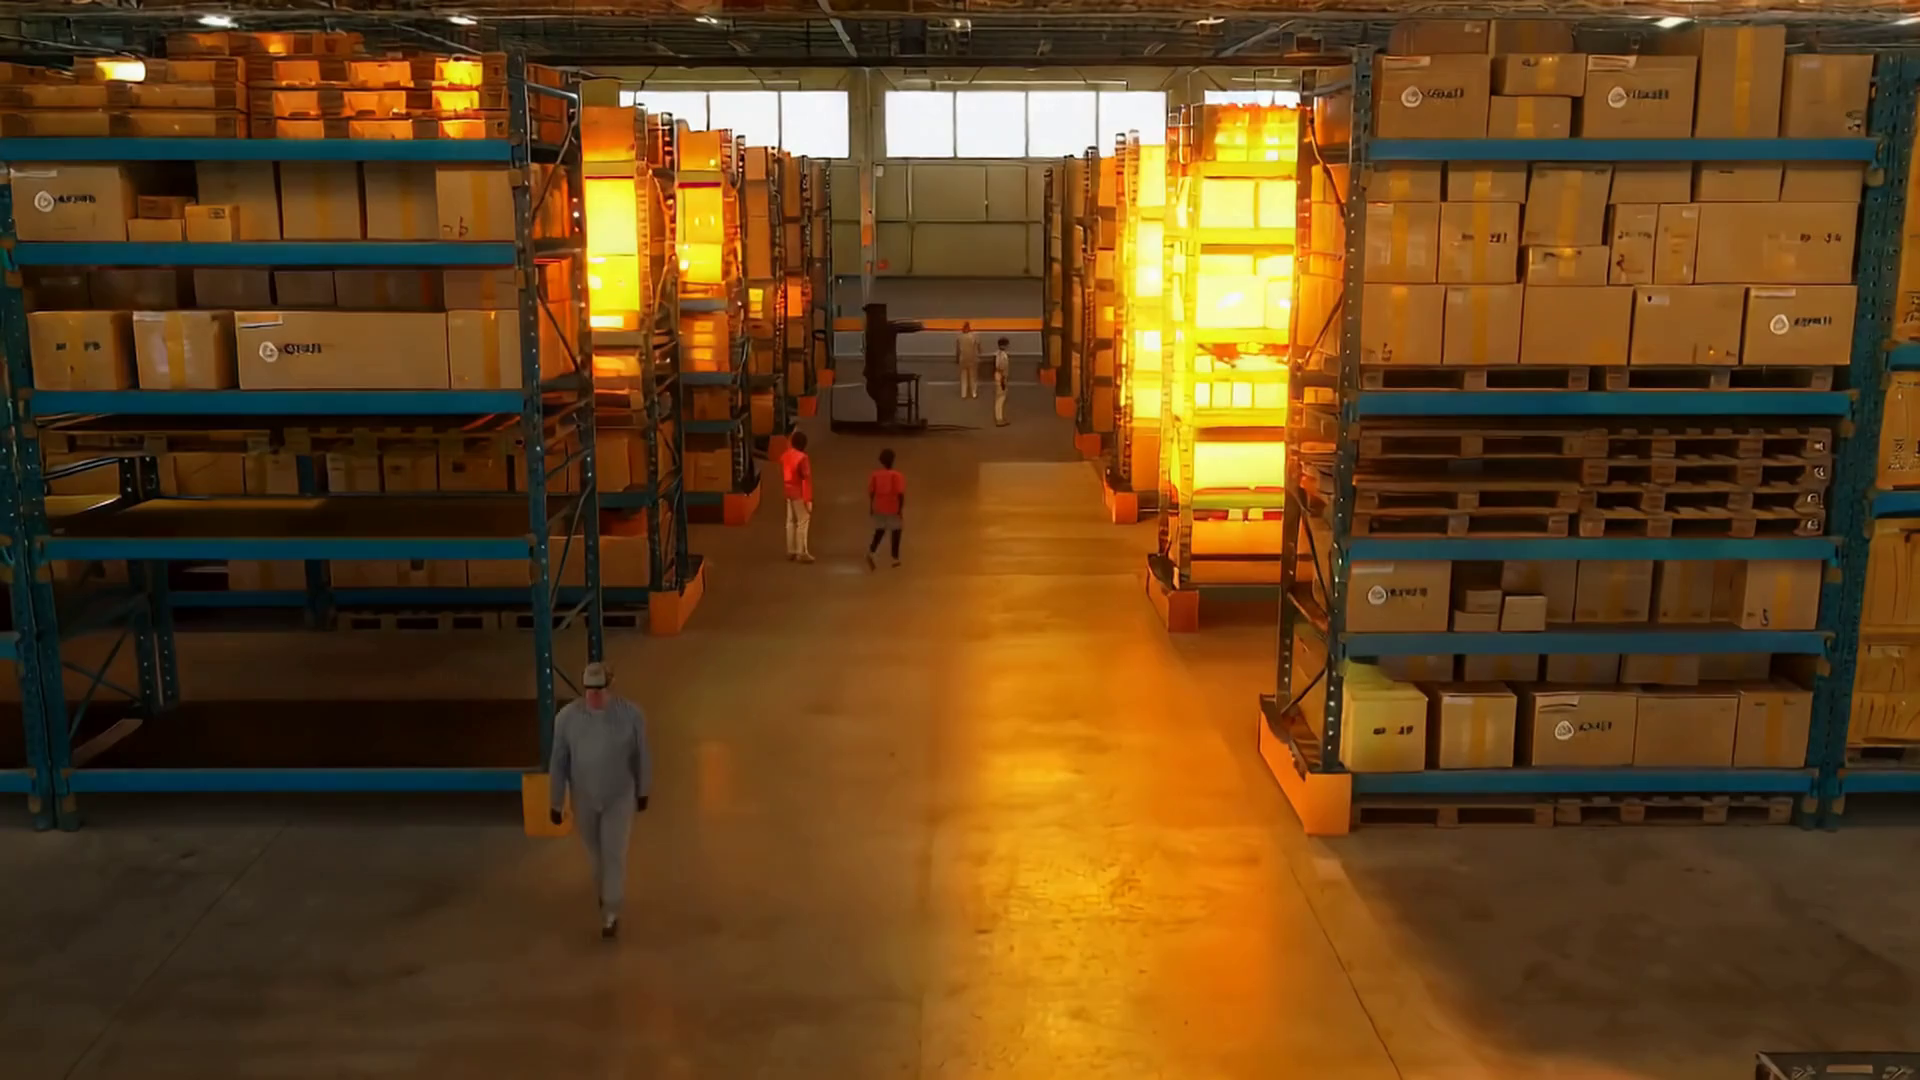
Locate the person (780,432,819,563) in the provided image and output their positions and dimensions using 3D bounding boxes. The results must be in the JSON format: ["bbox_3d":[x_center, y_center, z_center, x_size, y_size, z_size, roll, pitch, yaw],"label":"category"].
[{"bbox_3d":[-2.241,-0.599,23.256,0.429,1.845,0.621,-9,14,-38],"label":"person"}]

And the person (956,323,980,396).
[{"bbox_3d":[0.229,-4.719,43.503,0.641,1.913,0.407,3,12,14],"label":"person"}]

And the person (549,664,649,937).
[{"bbox_3d":[-2.503,1.767,11.497,0.663,1.849,1.008,0,11,-2],"label":"person"}]

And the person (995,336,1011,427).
[{"bbox_3d":[0.976,-3.585,37.566,0.395,2.039,0.608,0,11,0],"label":"person"}]

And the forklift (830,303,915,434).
[{"bbox_3d":[-1.851,-3.759,36.330,1.873,2.768,1.129,1,11,7],"label":"forklift"}]

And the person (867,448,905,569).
[{"bbox_3d":[-1.024,-0.410,22.740,0.539,1.676,0.695,5,12,22],"label":"person"}]
